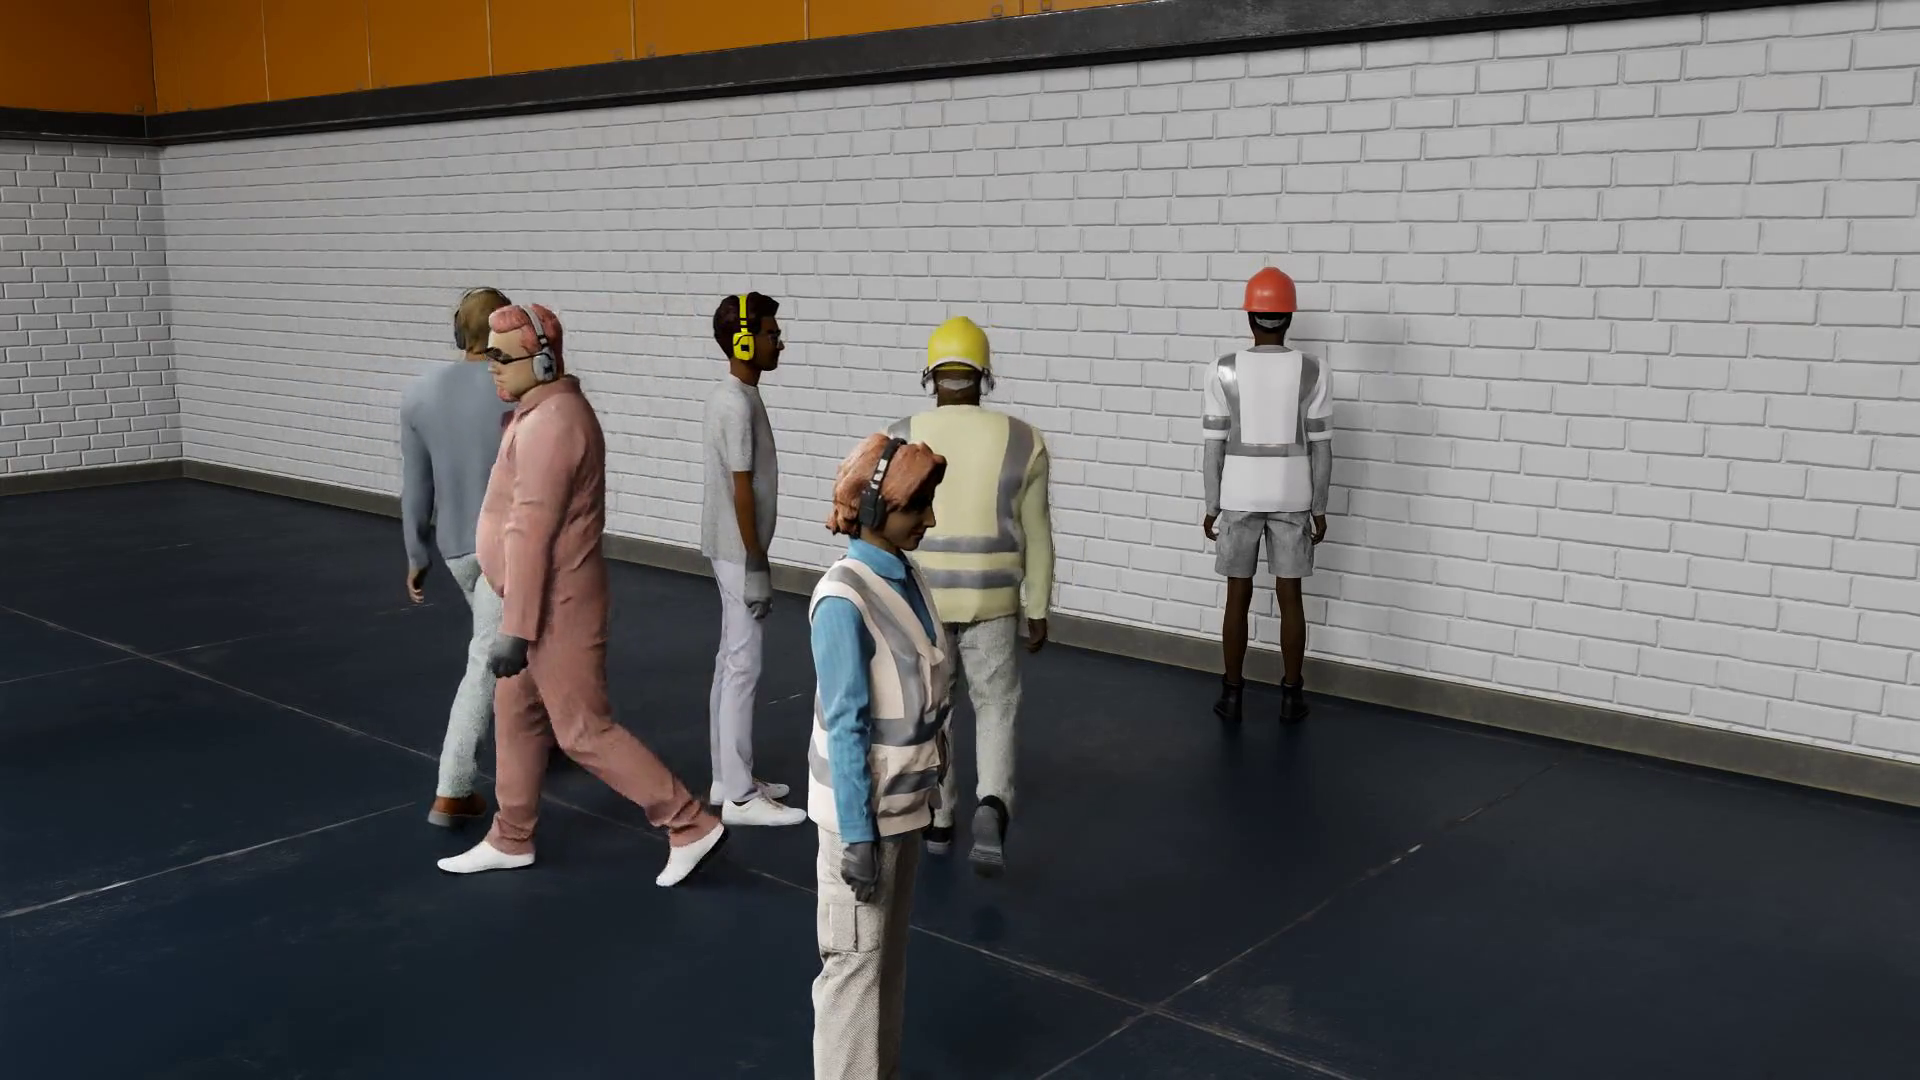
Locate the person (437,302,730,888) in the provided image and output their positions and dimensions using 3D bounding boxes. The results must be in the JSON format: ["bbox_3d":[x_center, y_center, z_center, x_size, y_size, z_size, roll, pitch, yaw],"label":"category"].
[{"bbox_3d":[-1.193,0.196,5.183,0.869,1.873,0.641,-2,10,-12],"label":"person"}]

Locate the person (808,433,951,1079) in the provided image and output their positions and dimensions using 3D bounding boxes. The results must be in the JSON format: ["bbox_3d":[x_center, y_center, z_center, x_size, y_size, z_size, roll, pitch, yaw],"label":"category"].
[{"bbox_3d":[-0.173,0.589,3.573,0.309,1.640,0.513,2,10,12],"label":"person"}]

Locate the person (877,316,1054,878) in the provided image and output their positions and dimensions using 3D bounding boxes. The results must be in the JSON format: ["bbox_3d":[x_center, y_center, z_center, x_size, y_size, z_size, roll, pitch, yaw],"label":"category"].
[{"bbox_3d":[0.003,0.192,5.359,0.599,1.813,0.698,0,10,-1],"label":"person"}]

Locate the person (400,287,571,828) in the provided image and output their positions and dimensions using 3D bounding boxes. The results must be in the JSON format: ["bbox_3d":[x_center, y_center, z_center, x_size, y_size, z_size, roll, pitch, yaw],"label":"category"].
[{"bbox_3d":[-1.681,0.039,6.015,0.643,1.888,1.049,3,10,18],"label":"person"}]

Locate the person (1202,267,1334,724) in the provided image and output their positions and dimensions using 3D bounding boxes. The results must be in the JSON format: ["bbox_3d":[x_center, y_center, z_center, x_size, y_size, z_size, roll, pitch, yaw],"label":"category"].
[{"bbox_3d":[1.298,-0.177,7.072,0.545,1.942,0.354,1,10,8],"label":"person"}]

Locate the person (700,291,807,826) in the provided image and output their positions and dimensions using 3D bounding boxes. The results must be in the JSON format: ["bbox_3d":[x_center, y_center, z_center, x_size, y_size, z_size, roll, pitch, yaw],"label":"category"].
[{"bbox_3d":[-0.749,0.068,5.889,0.333,1.869,0.520,-2,10,-13],"label":"person"}]
